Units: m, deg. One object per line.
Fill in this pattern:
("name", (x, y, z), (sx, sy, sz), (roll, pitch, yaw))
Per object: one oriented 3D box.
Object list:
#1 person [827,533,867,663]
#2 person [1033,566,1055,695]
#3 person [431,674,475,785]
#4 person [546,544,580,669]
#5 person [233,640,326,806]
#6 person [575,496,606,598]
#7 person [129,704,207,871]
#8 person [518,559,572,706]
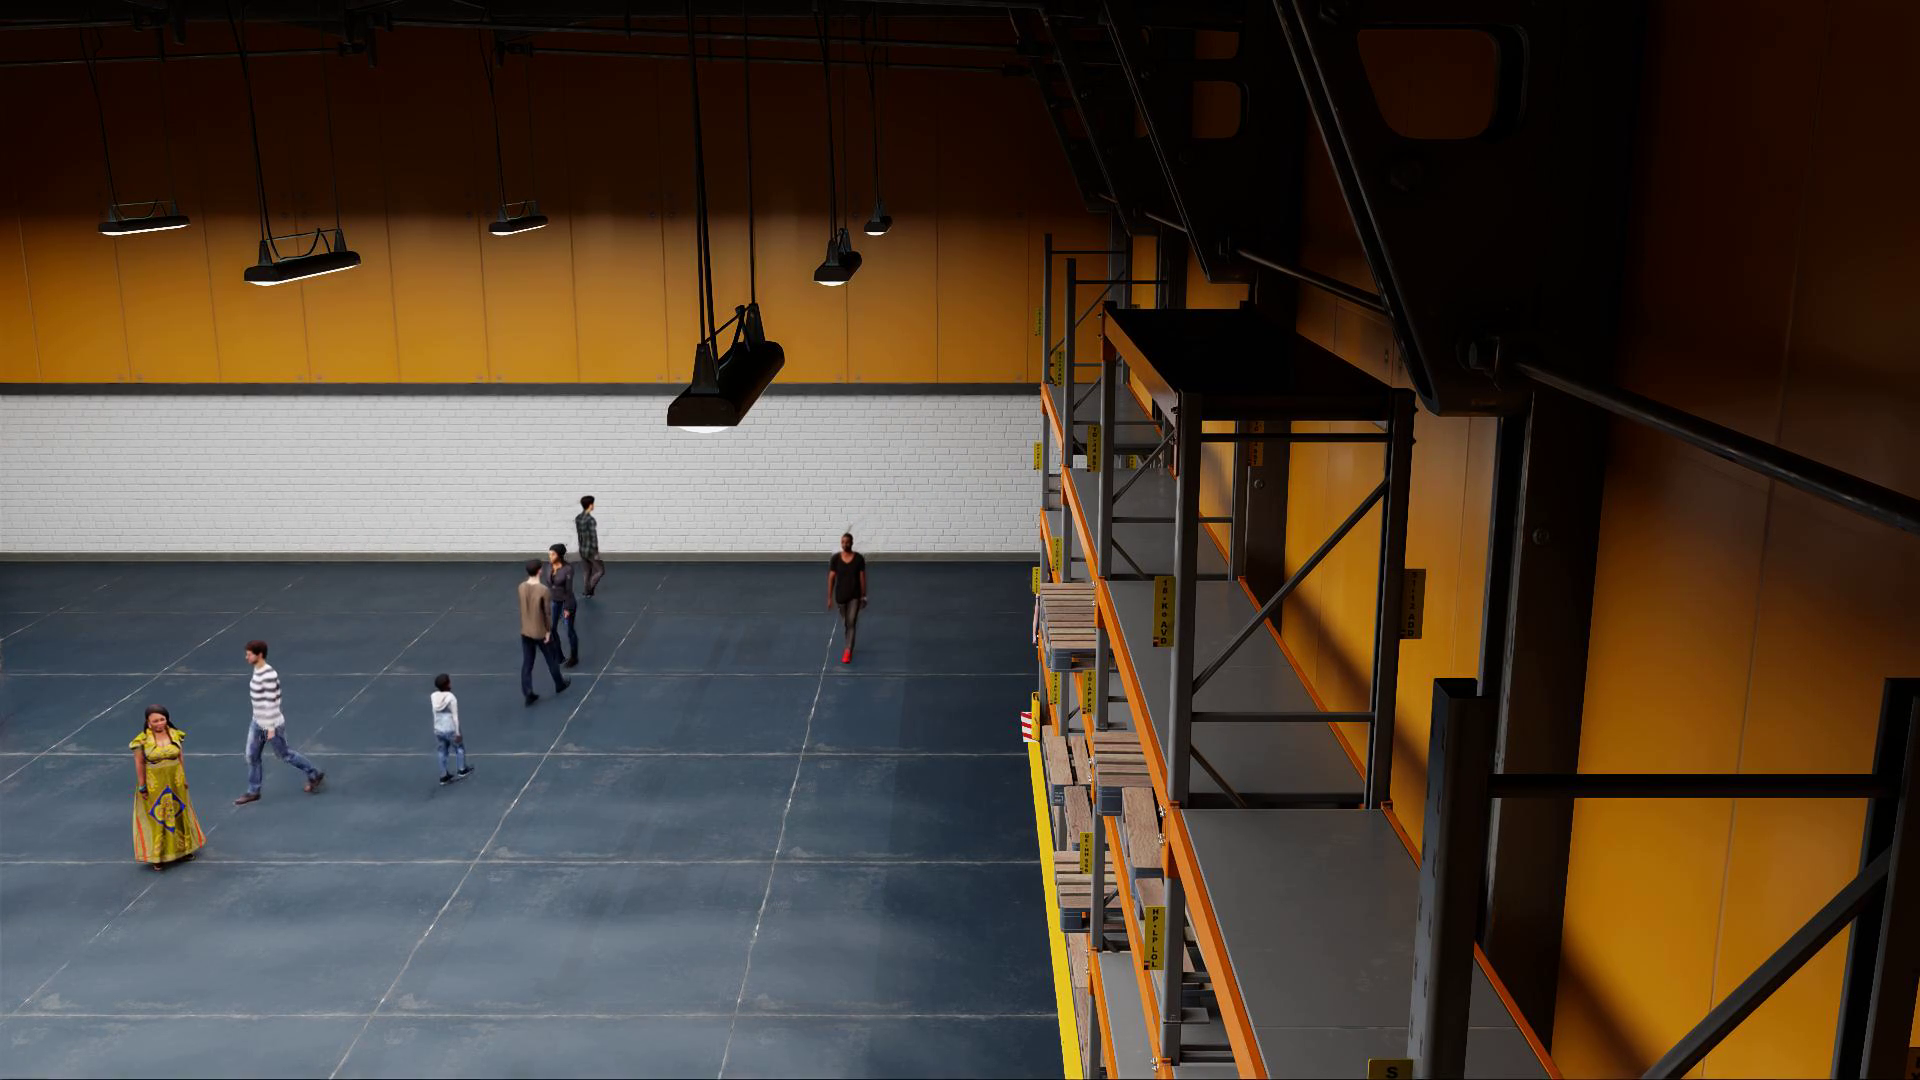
("person", (-1.535, 0.774, 23.050), (0.775, 1.758, 1.234), (2, 14, 8))
("person", (1.170, 1.174, 21.434), (0.678, 1.741, 0.699), (8, 16, 31))
("person", (-5.766, 2.122, 18.568), (0.611, 1.248, 0.738), (4, 14, 17))
("person", (-5.343, 0.884, 22.658), (0.779, 1.729, 0.808), (6, 15, 22))
("person", (-7.387, 1.964, 18.032), (1.203, 1.807, 1.187), (-12, 18, -40))
("person", (-5.915, 0.147, 26.253), (0.814, 1.710, 0.845), (13, 19, 42))
("person", (-7.901, 2.416, 16.480), (1.062, 1.660, 0.979), (11, 17, 38))
("person", (-5.441, 1.188, 21.147), (0.853, 1.850, 1.111), (4, 14, 18))
